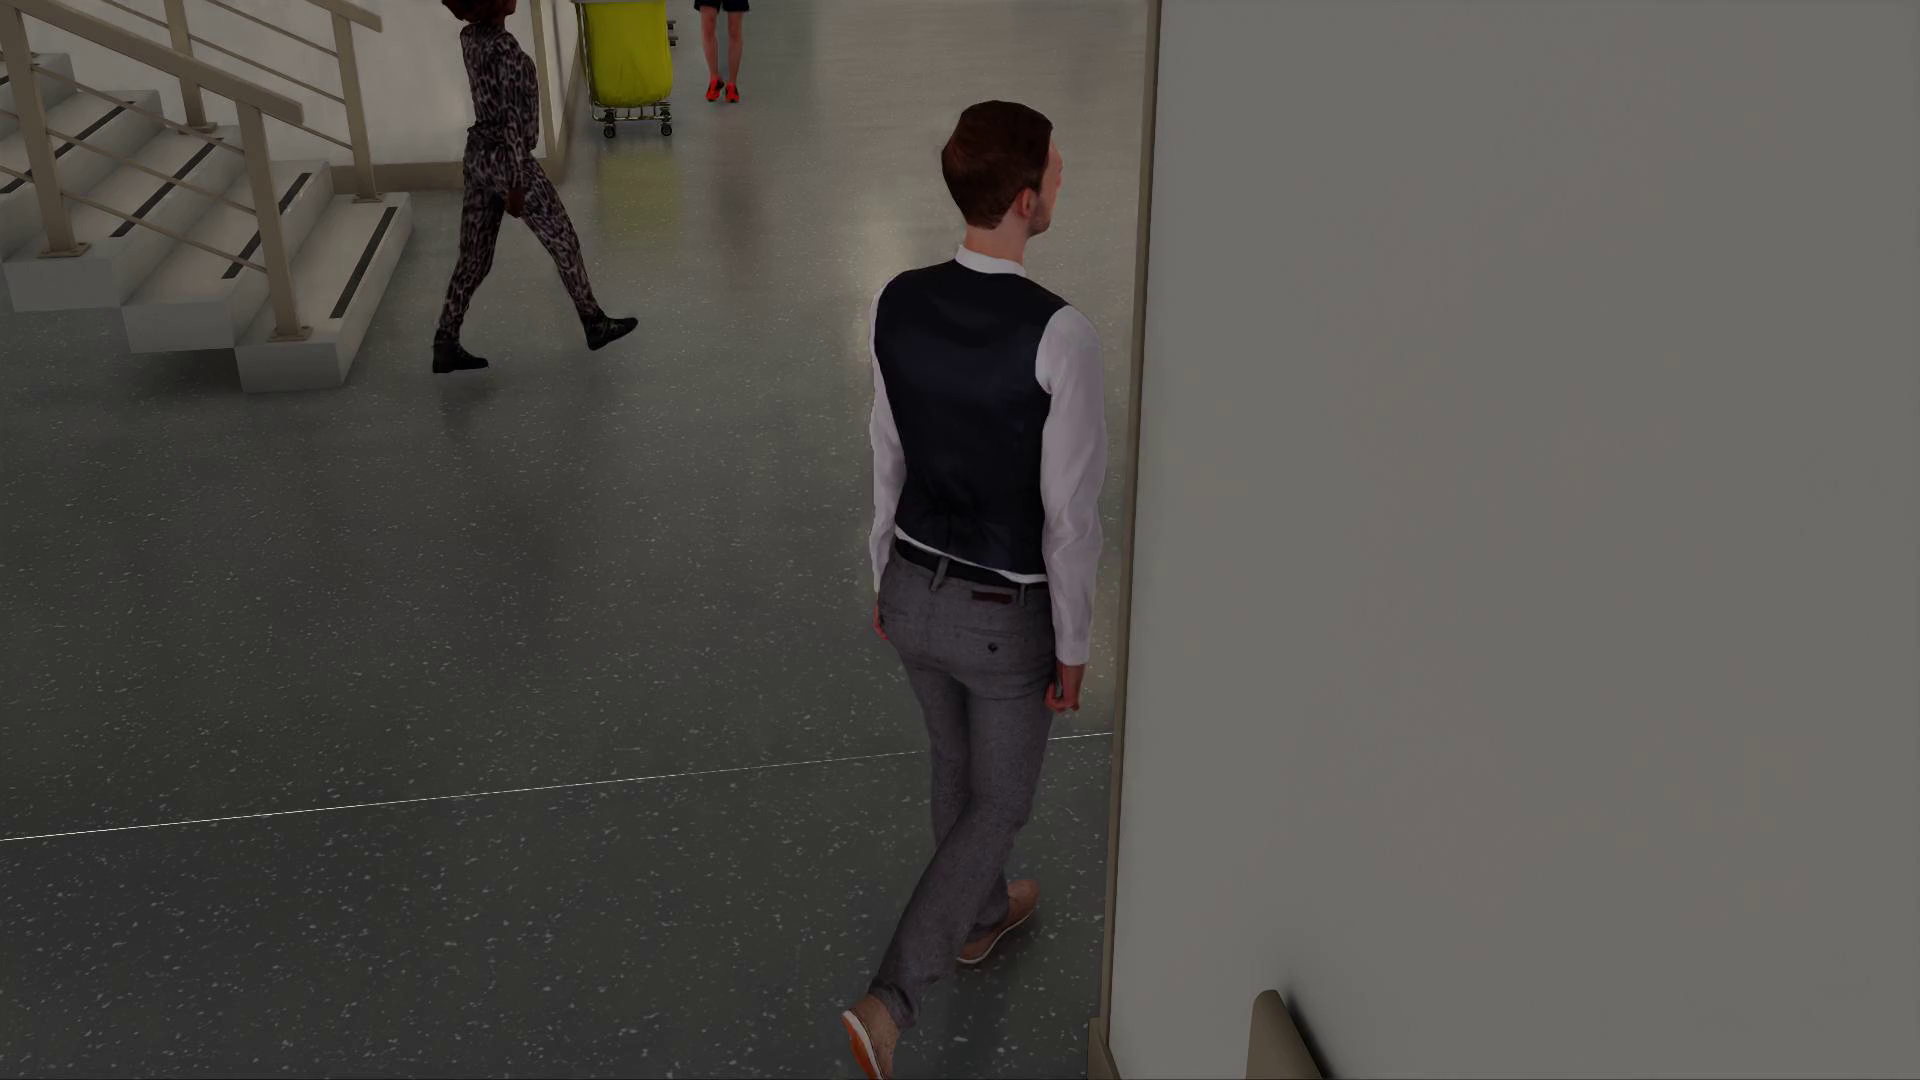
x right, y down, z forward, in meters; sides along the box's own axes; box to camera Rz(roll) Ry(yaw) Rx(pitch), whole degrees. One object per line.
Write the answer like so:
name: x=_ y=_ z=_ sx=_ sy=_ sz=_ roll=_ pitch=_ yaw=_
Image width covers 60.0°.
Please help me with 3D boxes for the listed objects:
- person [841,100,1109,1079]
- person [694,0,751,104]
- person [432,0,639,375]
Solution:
person: x=-0.010 y=0.167 z=3.147 sx=1.119 sy=1.909 sz=1.175 roll=15 pitch=30 yaw=28
person: x=-1.728 y=-4.163 z=12.205 sx=0.584 sy=1.840 sz=0.734 roll=-2 pitch=26 yaw=-4
person: x=-1.946 y=-1.459 z=6.801 sx=1.219 sy=1.664 sz=0.993 roll=-21 pitch=33 yaw=-37
